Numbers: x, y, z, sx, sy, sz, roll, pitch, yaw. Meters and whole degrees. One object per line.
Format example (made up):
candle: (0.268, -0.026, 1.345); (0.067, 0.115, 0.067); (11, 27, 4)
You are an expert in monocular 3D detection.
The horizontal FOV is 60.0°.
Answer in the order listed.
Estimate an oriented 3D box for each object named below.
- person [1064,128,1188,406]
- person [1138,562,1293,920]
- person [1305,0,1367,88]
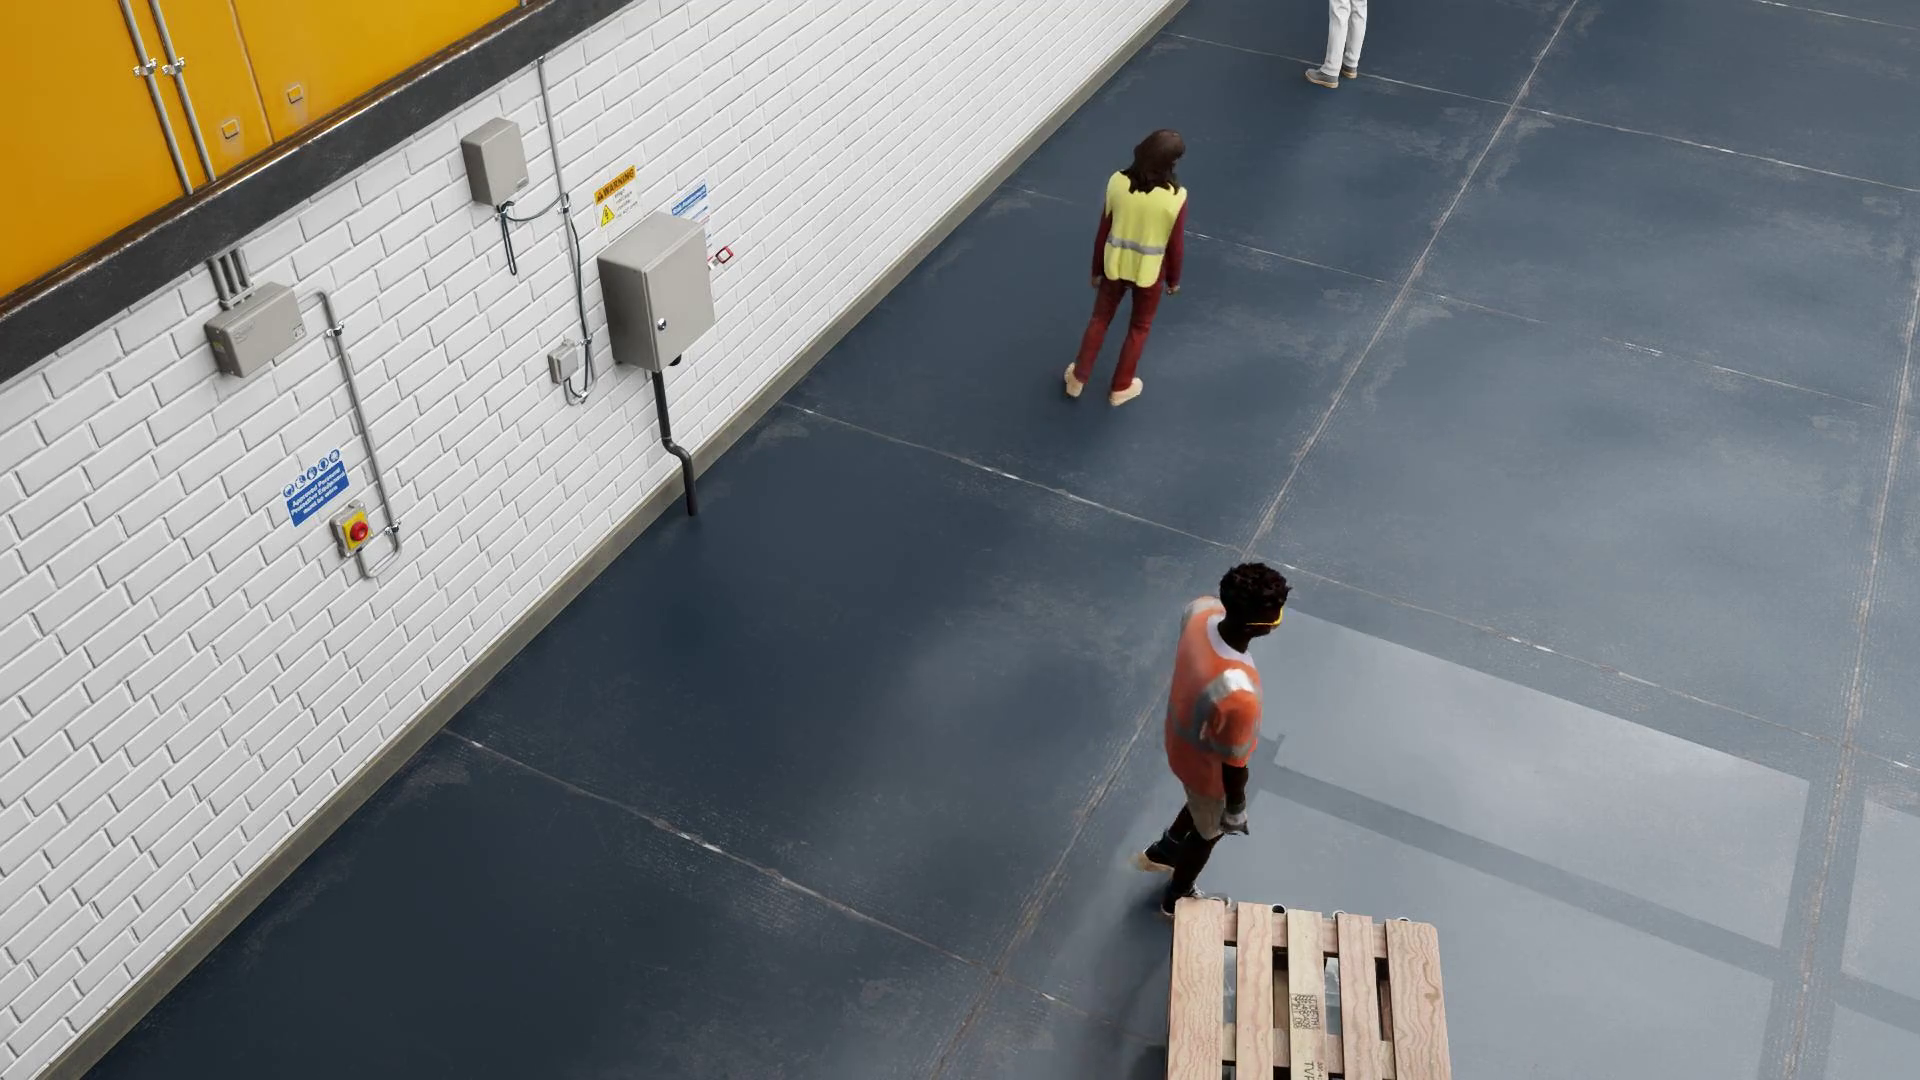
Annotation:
person: (0.964, -1.539, 9.495); (0.612, 1.739, 0.402); (15, 43, 17)
person: (1.029, 0.833, 6.591); (0.440, 1.938, 0.635); (-5, 41, -6)
person: (2.988, -4.404, 12.709); (0.574, 1.882, 0.356); (-29, 49, -30)
